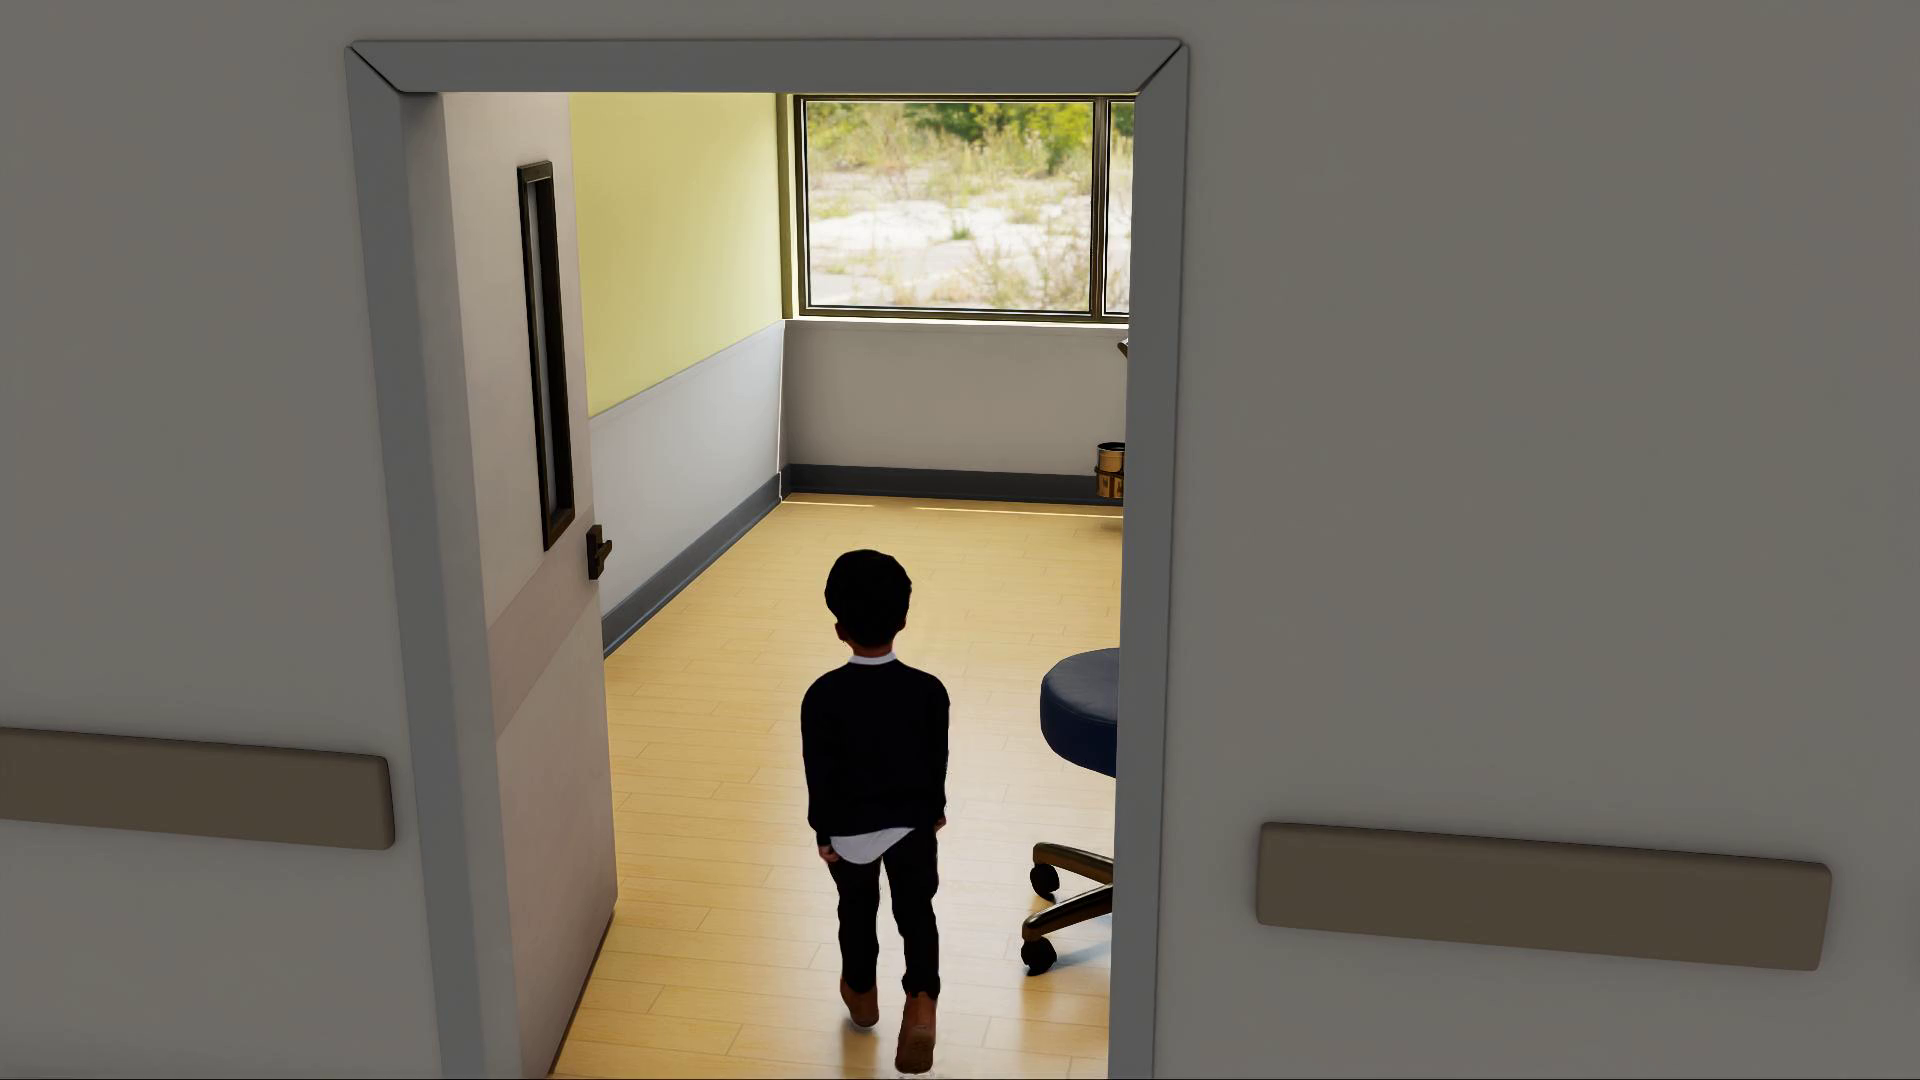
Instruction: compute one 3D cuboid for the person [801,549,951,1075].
[{"bbox_3d":[-0.168,0.634,3.825,0.795,1.211,0.722,-3,16,-10],"label":"person"}]
